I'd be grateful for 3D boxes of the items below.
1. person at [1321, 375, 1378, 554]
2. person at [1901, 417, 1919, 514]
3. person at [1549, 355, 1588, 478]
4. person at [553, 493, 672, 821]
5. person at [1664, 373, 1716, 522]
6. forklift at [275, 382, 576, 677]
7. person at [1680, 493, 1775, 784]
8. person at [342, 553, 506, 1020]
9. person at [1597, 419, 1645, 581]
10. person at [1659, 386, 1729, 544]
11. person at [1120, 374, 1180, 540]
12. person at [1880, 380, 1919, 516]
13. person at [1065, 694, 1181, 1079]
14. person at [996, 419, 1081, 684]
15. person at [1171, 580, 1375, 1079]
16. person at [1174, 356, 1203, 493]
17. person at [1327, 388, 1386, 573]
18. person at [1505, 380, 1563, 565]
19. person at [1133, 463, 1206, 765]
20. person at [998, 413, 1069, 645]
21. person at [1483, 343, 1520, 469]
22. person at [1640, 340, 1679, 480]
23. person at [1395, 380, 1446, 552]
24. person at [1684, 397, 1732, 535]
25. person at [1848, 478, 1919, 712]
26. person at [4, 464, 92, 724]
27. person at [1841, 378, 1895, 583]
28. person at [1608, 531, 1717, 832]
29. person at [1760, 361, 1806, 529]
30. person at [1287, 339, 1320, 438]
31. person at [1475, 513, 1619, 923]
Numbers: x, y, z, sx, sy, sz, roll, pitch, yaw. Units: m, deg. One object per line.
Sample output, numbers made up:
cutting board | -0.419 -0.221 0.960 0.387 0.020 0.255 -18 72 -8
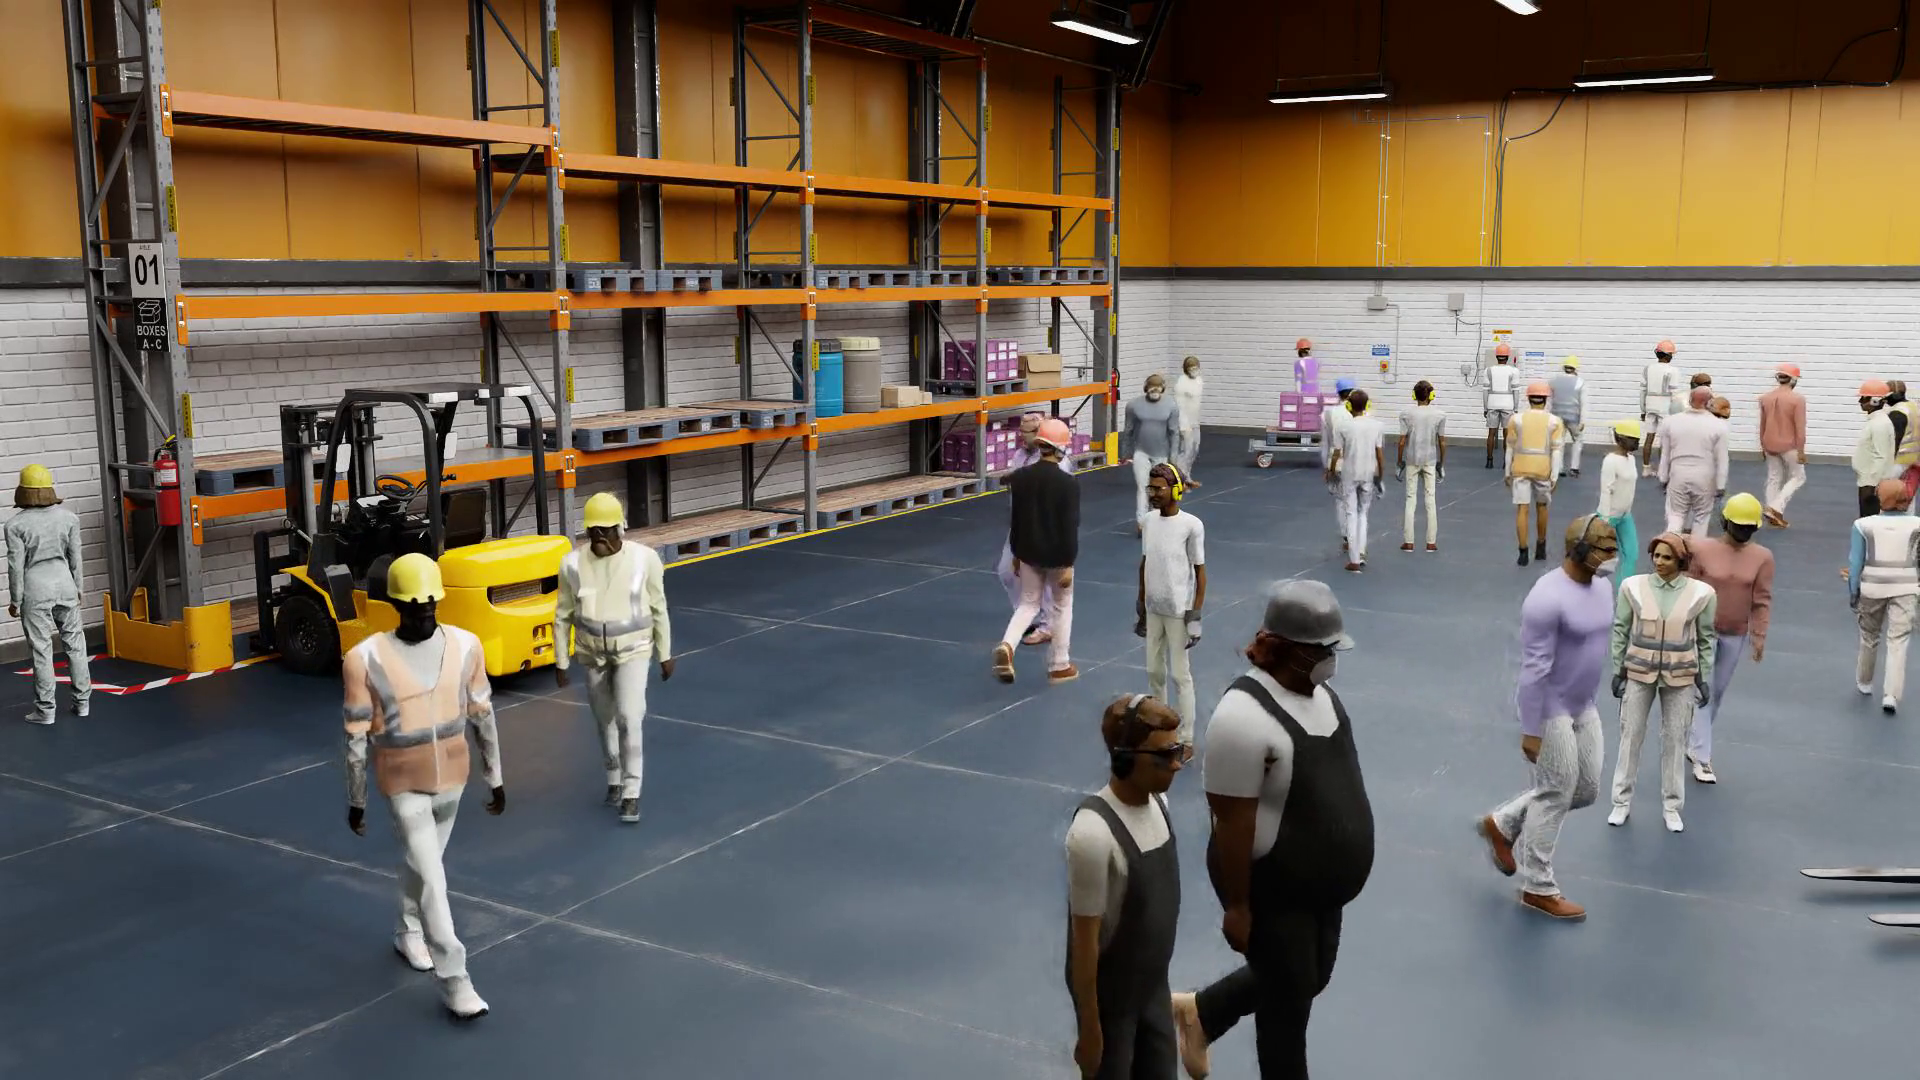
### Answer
person | 4.169 -0.799 17.838 0.634 1.921 0.504 5 11 30
person | 10.851 -0.829 18.647 0.900 1.720 0.535 -2 9 -14
person | 8.960 -1.805 24.467 0.596 1.814 0.542 7 11 37
person | -1.944 0.646 9.160 0.627 1.803 0.745 0 9 3
person | 8.839 -1.100 20.044 0.636 1.831 0.432 -1 9 -7
forklift | -3.974 -0.067 12.417 2.313 2.155 1.214 5 11 30
person | 4.530 0.574 9.858 0.548 1.719 0.794 0 9 1
person | -2.204 0.975 6.905 0.604 1.871 0.980 -8 12 -42
person | 5.842 -0.248 15.016 0.544 1.729 0.845 -8 12 -41
person | 7.386 -0.611 16.758 0.662 1.887 0.549 8 12 40
person | 2.183 -0.979 19.129 0.662 1.879 1.009 1 9 5
person | 10.561 -0.893 18.756 0.437 1.824 0.625 8 12 39
person | 0.405 1.325 4.918 0.735 1.824 0.504 6 11 34
person | 0.577 0.107 12.042 0.613 1.963 0.777 6 11 34
person | 1.039 1.086 5.699 0.773 2.000 0.691 7 12 39
person | 3.117 -1.580 22.800 0.479 1.895 0.709 6 11 35
person | 3.992 -0.605 16.828 0.564 1.852 0.527 -1 9 -7
person | 5.982 -0.714 17.384 0.550 1.897 0.879 3 10 18
person | 1.272 0.451 10.193 0.313 1.869 0.528 -8 12 -39
person | 0.552 -0.078 13.417 0.537 1.888 0.679 -7 11 -36
person | 8.333 -2.057 25.625 0.545 1.943 0.347 4 10 26
person | 10.252 -1.909 24.399 0.432 2.043 0.669 -6 11 -31
person | 4.982 -0.796 18.002 0.518 1.863 0.329 2 9 10
person | 8.689 -0.844 19.124 0.801 1.597 0.516 -5 10 -27
person | 6.452 0.369 11.553 0.521 1.598 0.847 5 10 27
person | -6.135 0.359 11.160 0.296 1.745 0.485 7 11 36
person | 8.862 -0.576 16.215 0.396 1.992 0.622 4 10 24
person | 3.789 0.759 8.998 0.515 1.636 0.314 4 10 23
person | 9.652 -1.100 19.510 0.419 1.981 0.646 -4 10 -22
person | 5.812 -2.465 28.311 0.571 1.901 0.886 -5 10 -28
person | 2.766 0.803 7.851 0.660 1.915 0.606 -8 12 -41
